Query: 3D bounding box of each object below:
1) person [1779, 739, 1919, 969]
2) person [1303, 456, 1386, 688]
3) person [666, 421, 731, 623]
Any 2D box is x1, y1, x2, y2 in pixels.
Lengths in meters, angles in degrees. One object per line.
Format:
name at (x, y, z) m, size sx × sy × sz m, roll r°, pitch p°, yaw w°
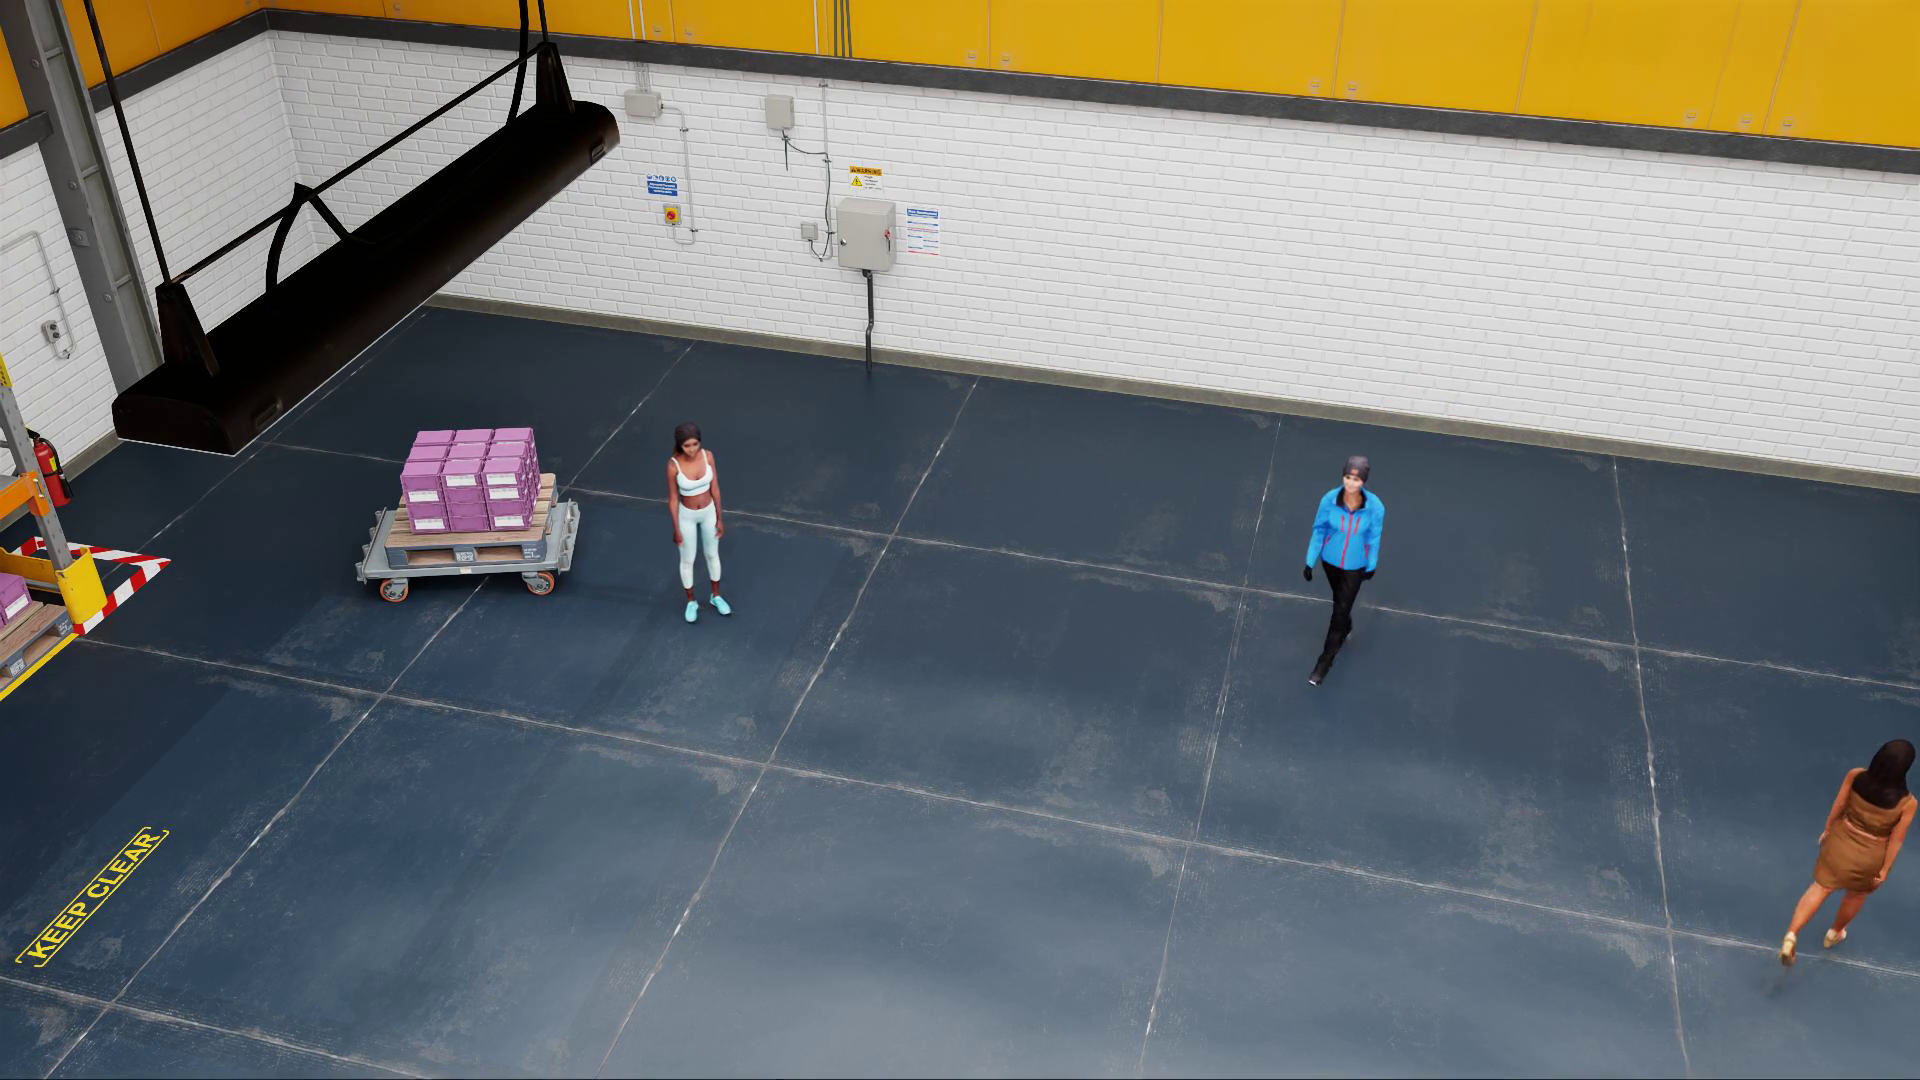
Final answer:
person at (5.165, 1.855, 9.657) m, size 1.049 × 1.669 × 0.904 m, roll -25°, pitch 41°, yaw -32°
person at (2.830, 0.140, 12.167) m, size 0.844 × 1.746 × 1.221 m, roll 18°, pitch 38°, yaw 25°
person at (-1.998, -0.156, 12.632) m, size 0.642 × 1.725 × 0.695 m, roll -16°, pitch 37°, yaw -23°
